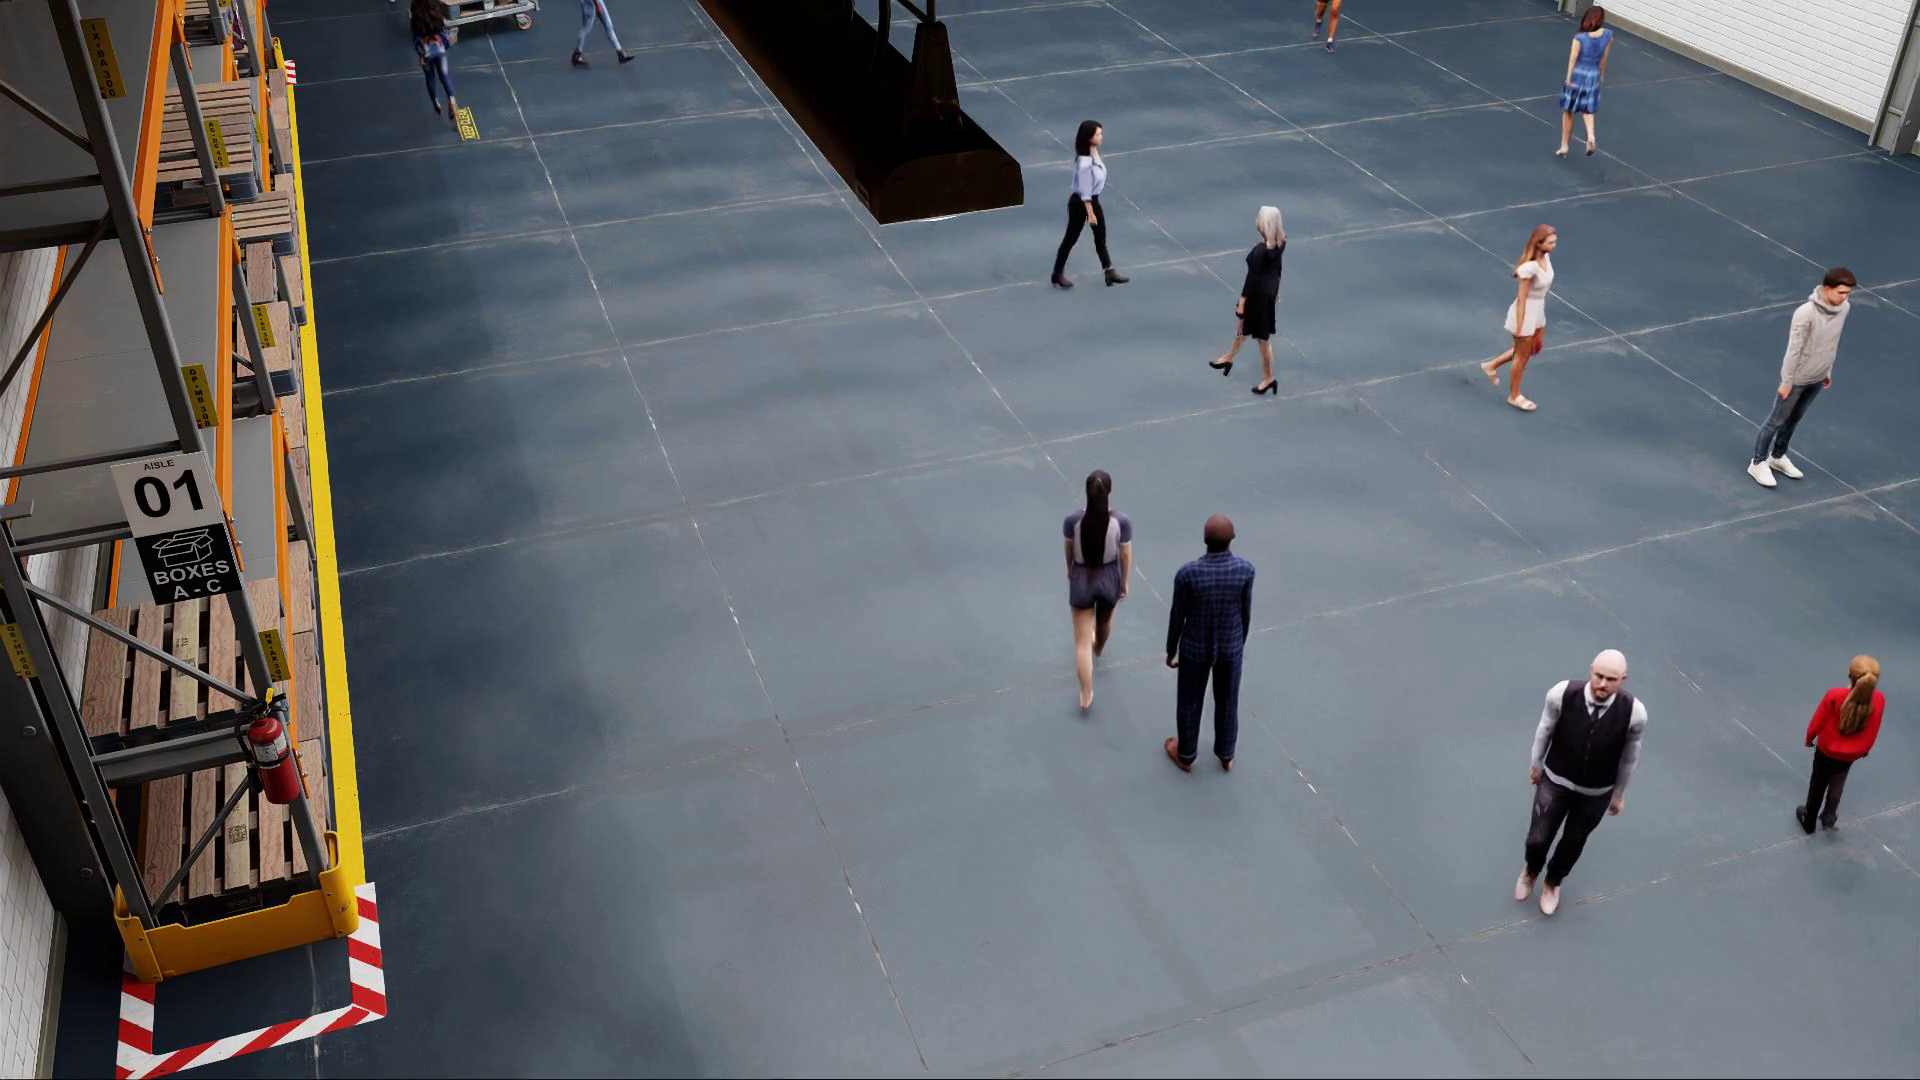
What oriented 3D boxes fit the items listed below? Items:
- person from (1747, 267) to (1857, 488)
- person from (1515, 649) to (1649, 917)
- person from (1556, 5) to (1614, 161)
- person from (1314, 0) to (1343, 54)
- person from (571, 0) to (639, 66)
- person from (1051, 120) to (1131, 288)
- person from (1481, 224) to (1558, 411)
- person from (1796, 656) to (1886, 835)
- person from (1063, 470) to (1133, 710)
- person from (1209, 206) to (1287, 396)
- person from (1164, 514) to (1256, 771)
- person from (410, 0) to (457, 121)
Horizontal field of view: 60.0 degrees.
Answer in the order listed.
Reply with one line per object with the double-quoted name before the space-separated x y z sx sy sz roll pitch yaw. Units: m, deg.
"person" 6.684 -1.324 13.194 0.681 1.848 0.586 -14 36 -21
"person" 3.462 1.303 9.272 0.803 1.813 0.847 12 35 17
"person" 7.182 -5.180 19.046 0.781 1.792 0.914 -4 34 -6
"person" 5.076 -7.614 22.741 0.894 1.754 1.098 2 34 3
"person" -4.951 -7.092 22.029 0.987 1.673 1.150 3 34 4
"person" 1.118 -3.238 16.197 1.085 1.710 1.074 10 35 14
"person" 4.804 -1.946 14.279 0.924 1.684 0.808 25 41 33
"person" 5.218 1.250 9.837 0.593 1.277 0.630 6 34 9
"person" 0.887 0.362 10.881 0.835 1.600 1.113 1 34 2
"person" 2.674 -2.040 14.381 1.047 1.727 0.929 20 39 28
"person" 1.558 0.647 10.262 0.723 1.811 0.676 -2 34 -4
"person" -6.402 -5.898 20.308 0.706 1.591 1.045 -17 37 -24
